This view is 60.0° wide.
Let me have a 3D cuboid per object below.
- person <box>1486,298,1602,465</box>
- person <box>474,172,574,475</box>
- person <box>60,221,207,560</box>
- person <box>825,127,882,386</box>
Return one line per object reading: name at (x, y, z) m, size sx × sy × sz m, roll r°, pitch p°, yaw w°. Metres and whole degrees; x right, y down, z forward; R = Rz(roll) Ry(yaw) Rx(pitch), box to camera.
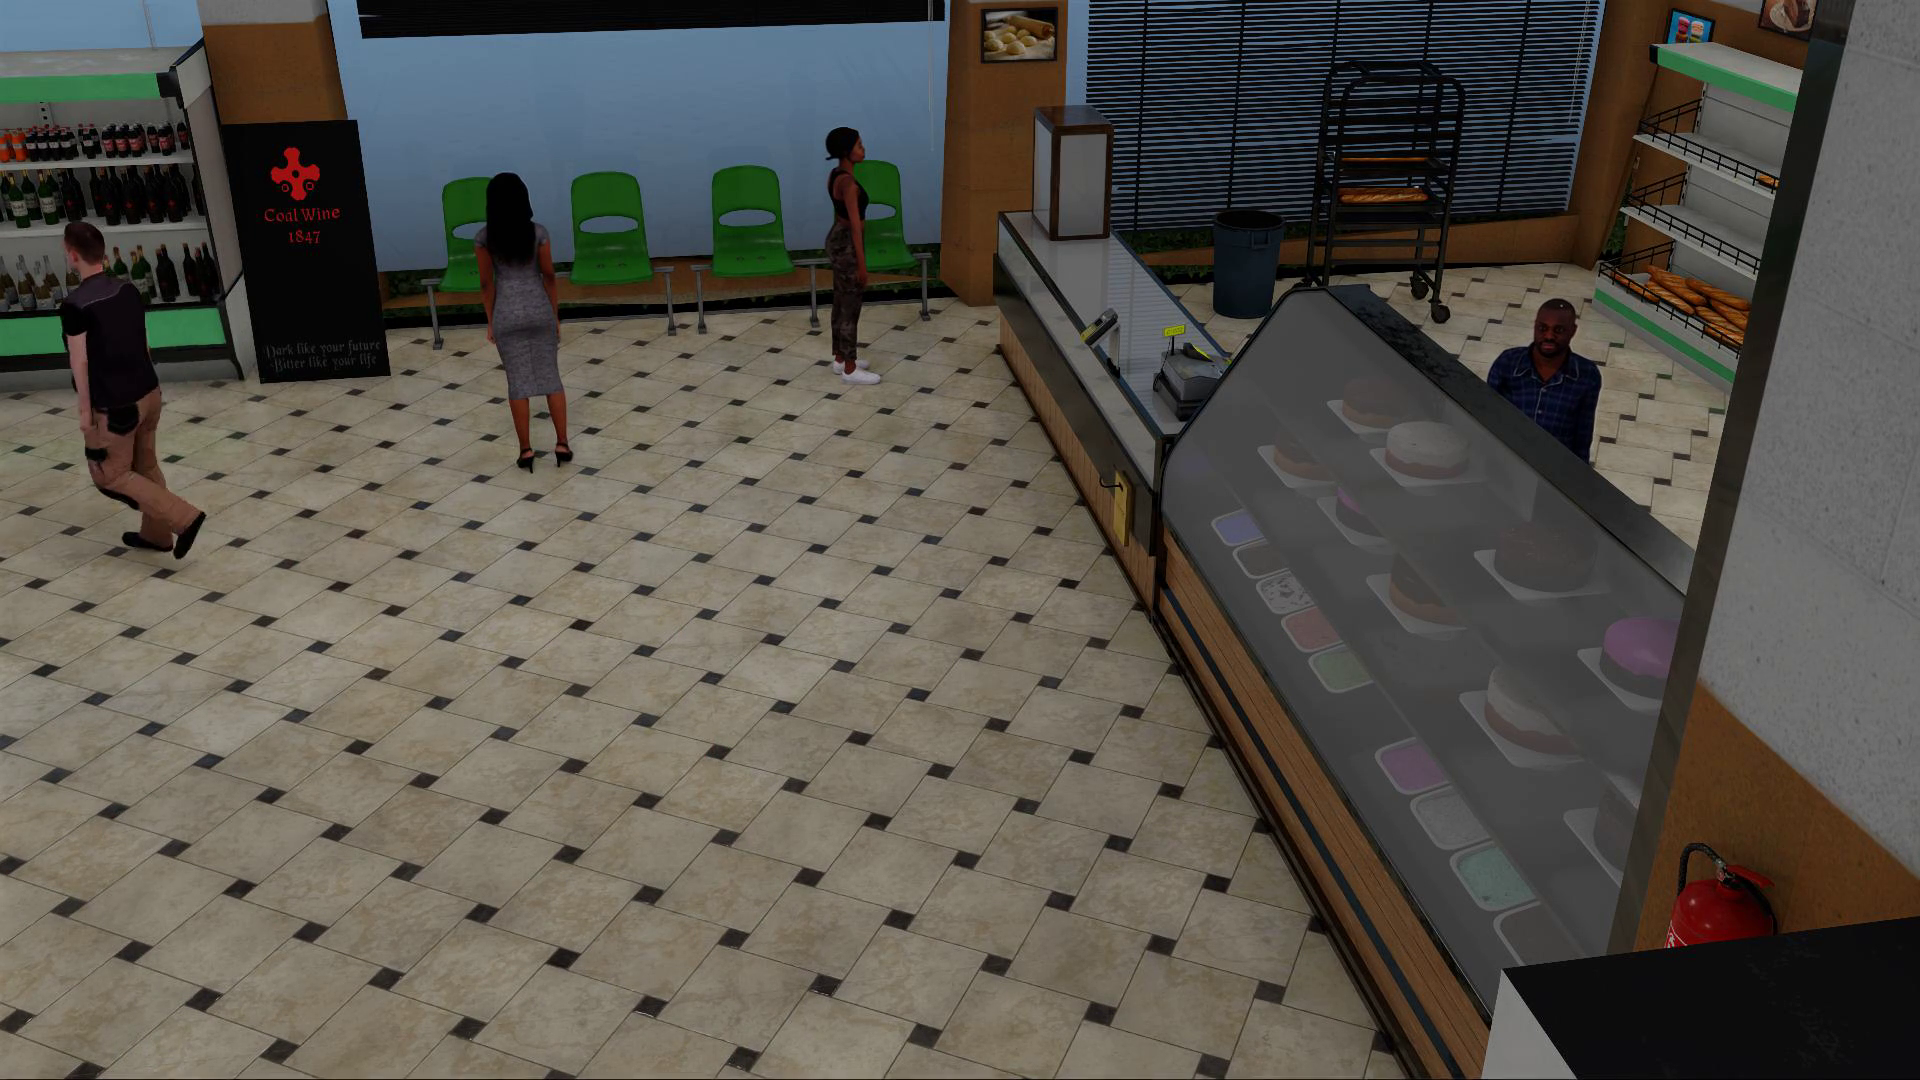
person at (2.581, -0.233, 7.587) m, size 0.726 × 1.824 × 0.833 m, roll 10°, pitch 28°, yaw 18°
person at (-2.522, -1.247, 9.635) m, size 0.495 × 1.781 × 0.659 m, roll -8°, pitch 28°, yaw -15°
person at (-4.235, -0.716, 8.538) m, size 1.002 × 1.827 × 0.874 m, roll 5°, pitch 27°, yaw 10°
person at (-0.742, -1.877, 10.966) m, size 0.560 × 1.700 × 0.594 m, roll -8°, pitch 28°, yaw -15°
